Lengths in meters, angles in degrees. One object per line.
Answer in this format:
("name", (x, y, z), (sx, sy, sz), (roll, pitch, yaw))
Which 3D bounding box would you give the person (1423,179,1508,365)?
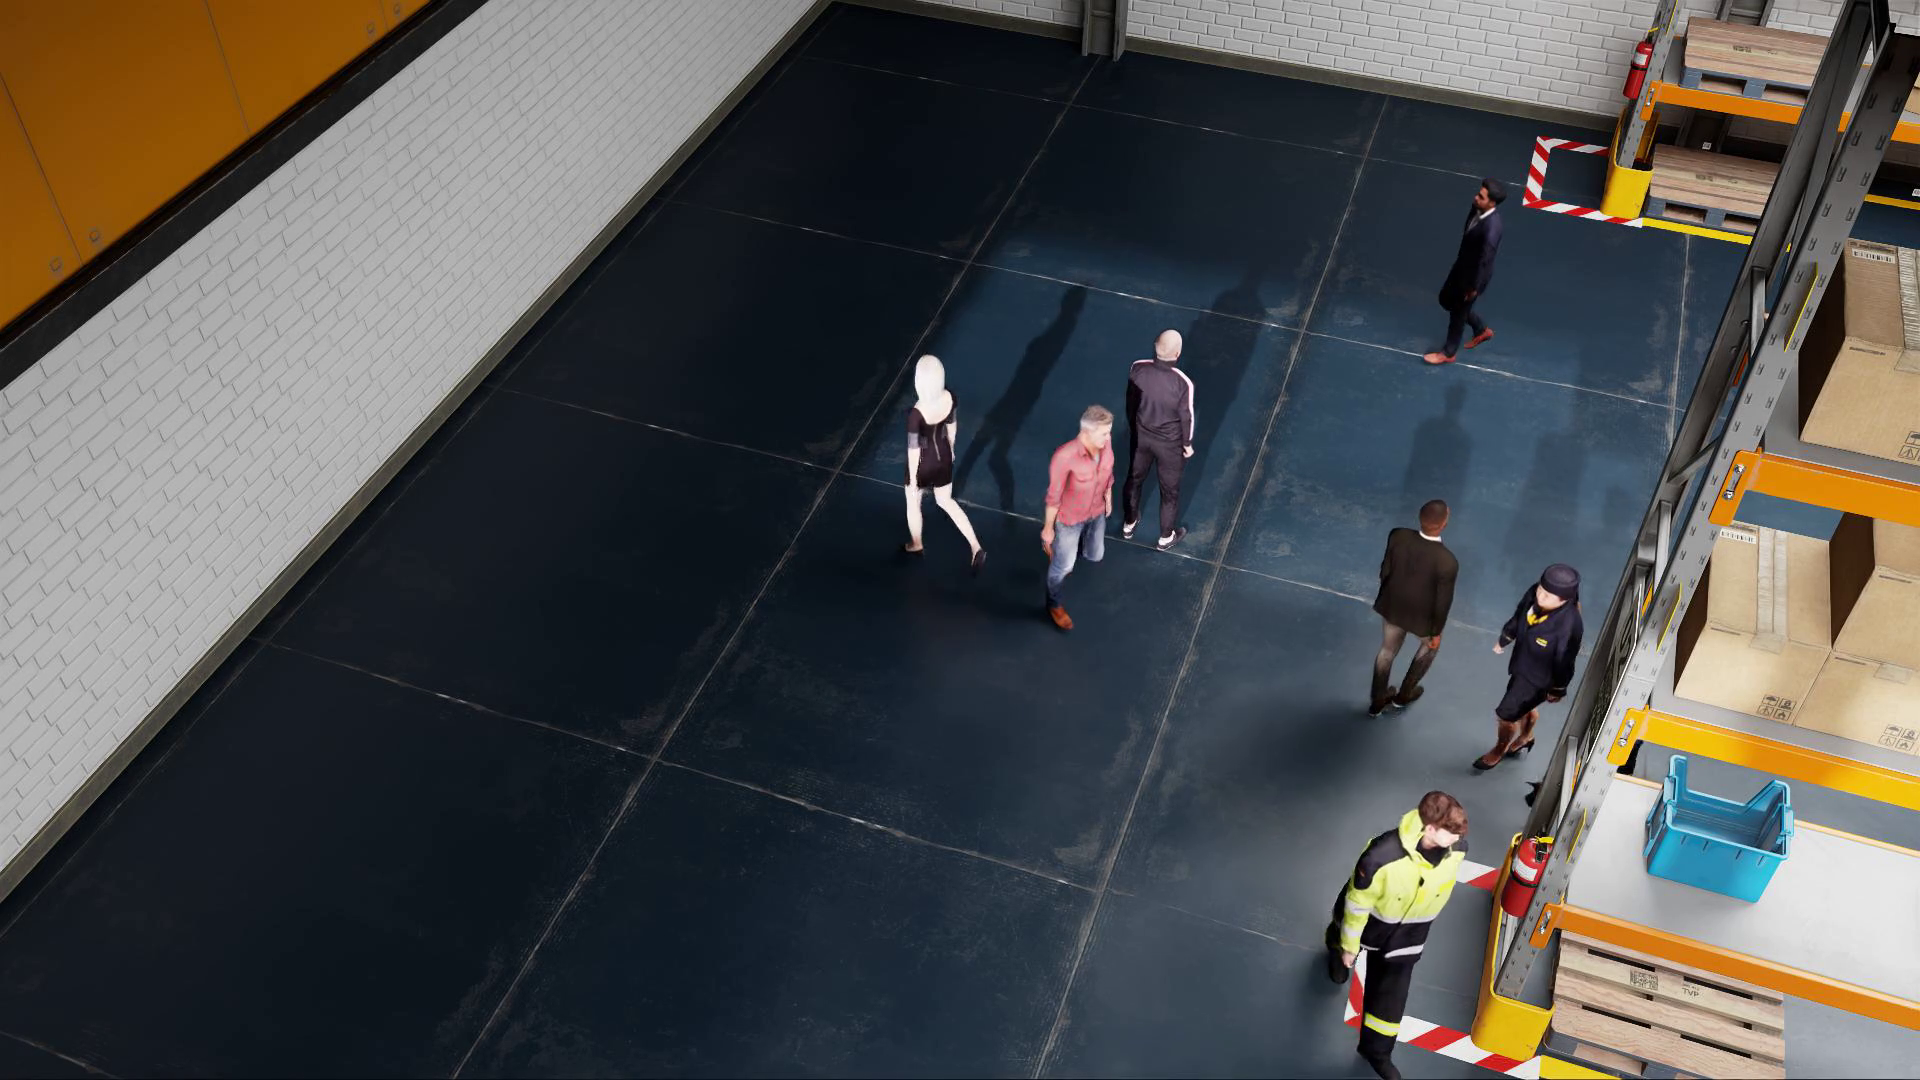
("person", (4.132, -2.107, 13.177), (0.881, 1.720, 0.789), (1, 44, 1))

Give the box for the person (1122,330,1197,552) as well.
("person", (1.380, -0.695, 11.610), (0.586, 1.837, 0.773), (23, 48, 23))

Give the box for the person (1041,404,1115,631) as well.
("person", (0.750, -0.243, 11.154), (0.939, 1.810, 1.006), (-25, 49, -24))

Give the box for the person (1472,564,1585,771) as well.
("person", (3.602, 0.795, 10.175), (0.869, 1.658, 0.849), (-6, 44, -7))

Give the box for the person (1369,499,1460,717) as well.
("person", (2.773, 0.495, 10.392), (0.729, 1.793, 0.847), (32, 52, 29))

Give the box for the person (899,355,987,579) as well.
("person", (-0.123, -0.461, 11.386), (0.880, 1.808, 1.100), (-34, 53, -31))

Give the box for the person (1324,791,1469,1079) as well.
("person", (2.250, 1.896, 8.832), (1.304, 1.917, 1.212), (-2, 44, -2))
